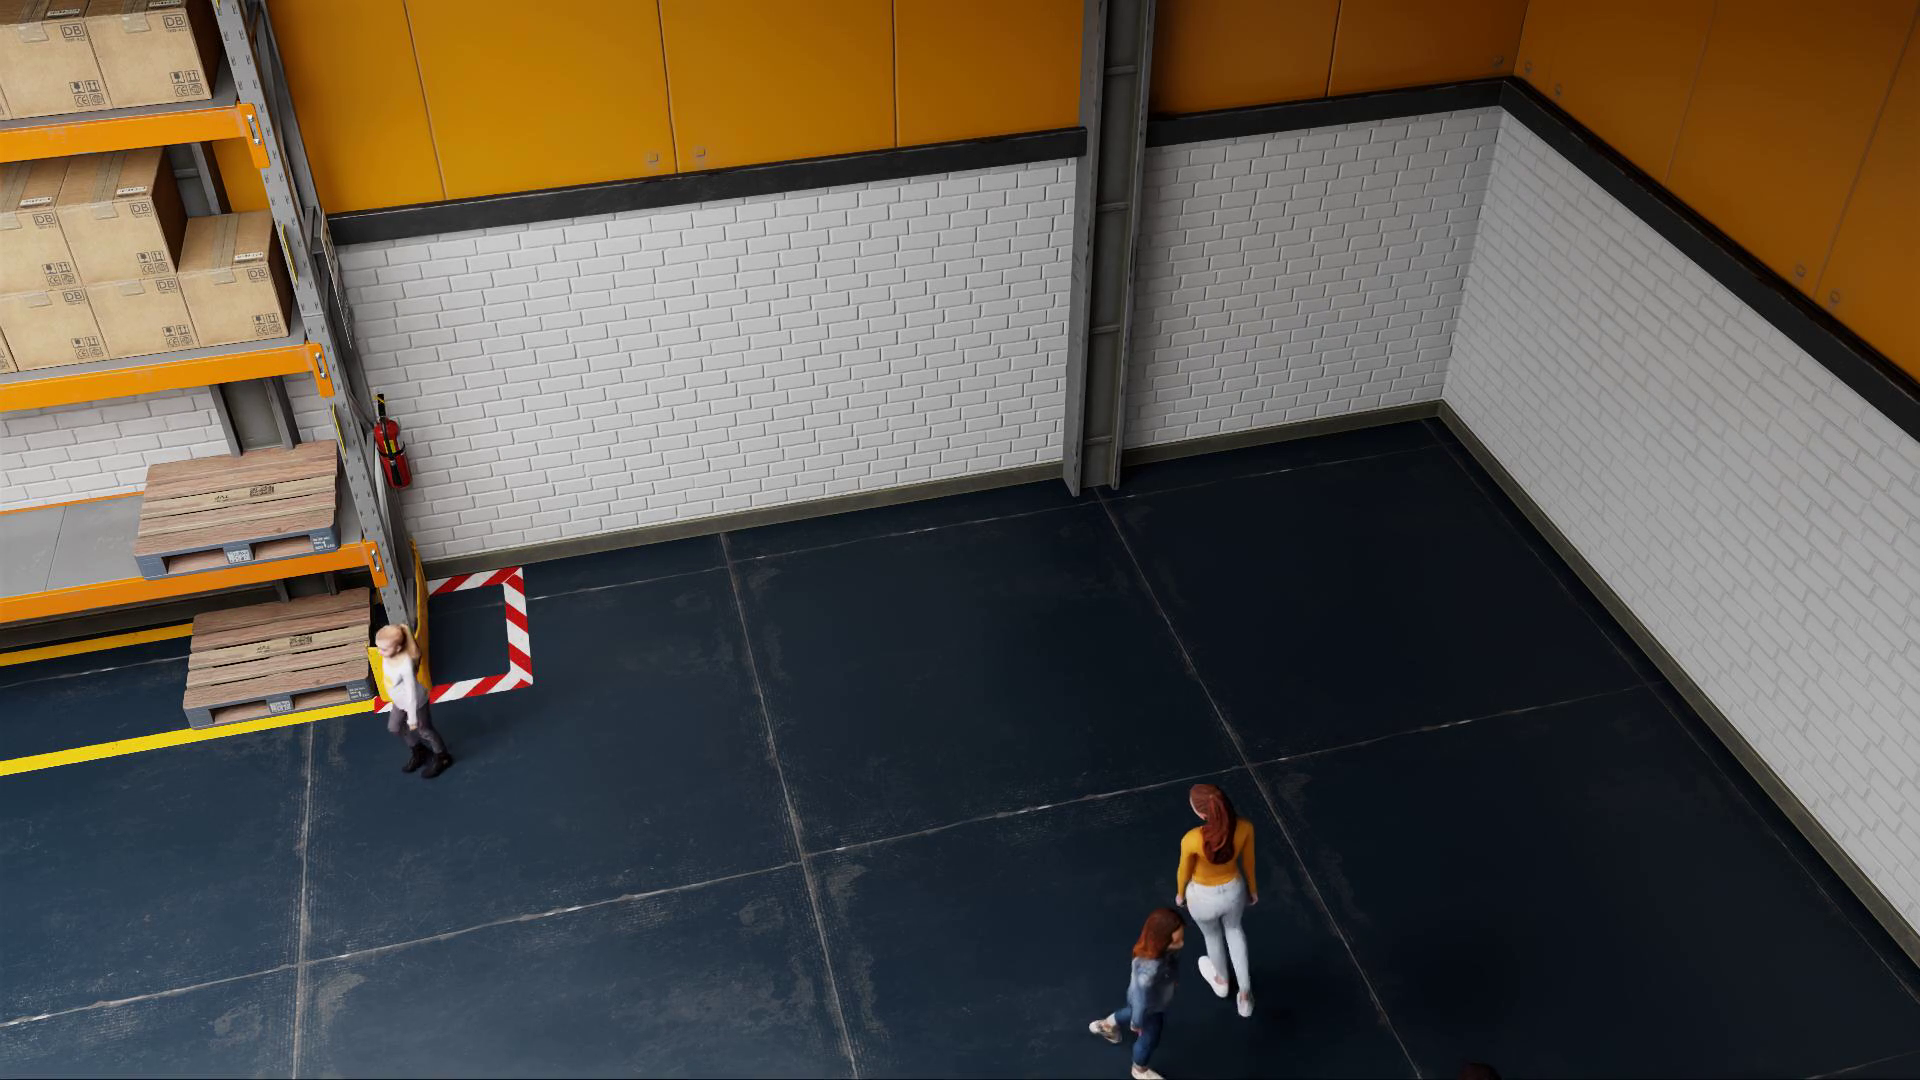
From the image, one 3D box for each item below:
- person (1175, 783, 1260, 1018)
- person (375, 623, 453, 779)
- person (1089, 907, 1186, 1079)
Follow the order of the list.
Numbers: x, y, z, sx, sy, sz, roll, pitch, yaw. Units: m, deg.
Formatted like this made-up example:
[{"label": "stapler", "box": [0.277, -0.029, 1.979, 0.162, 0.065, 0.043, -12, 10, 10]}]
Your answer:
[{"label": "person", "box": [1.405, 2.003, 8.989, 0.712, 1.723, 0.691, -6, 39, -8]}, {"label": "person", "box": [-3.448, 0.995, 10.616, 0.636, 1.267, 0.596, -30, 47, -32]}, {"label": "person", "box": [0.951, 2.364, 8.744, 0.872, 1.465, 0.798, 12, 40, 15]}]
